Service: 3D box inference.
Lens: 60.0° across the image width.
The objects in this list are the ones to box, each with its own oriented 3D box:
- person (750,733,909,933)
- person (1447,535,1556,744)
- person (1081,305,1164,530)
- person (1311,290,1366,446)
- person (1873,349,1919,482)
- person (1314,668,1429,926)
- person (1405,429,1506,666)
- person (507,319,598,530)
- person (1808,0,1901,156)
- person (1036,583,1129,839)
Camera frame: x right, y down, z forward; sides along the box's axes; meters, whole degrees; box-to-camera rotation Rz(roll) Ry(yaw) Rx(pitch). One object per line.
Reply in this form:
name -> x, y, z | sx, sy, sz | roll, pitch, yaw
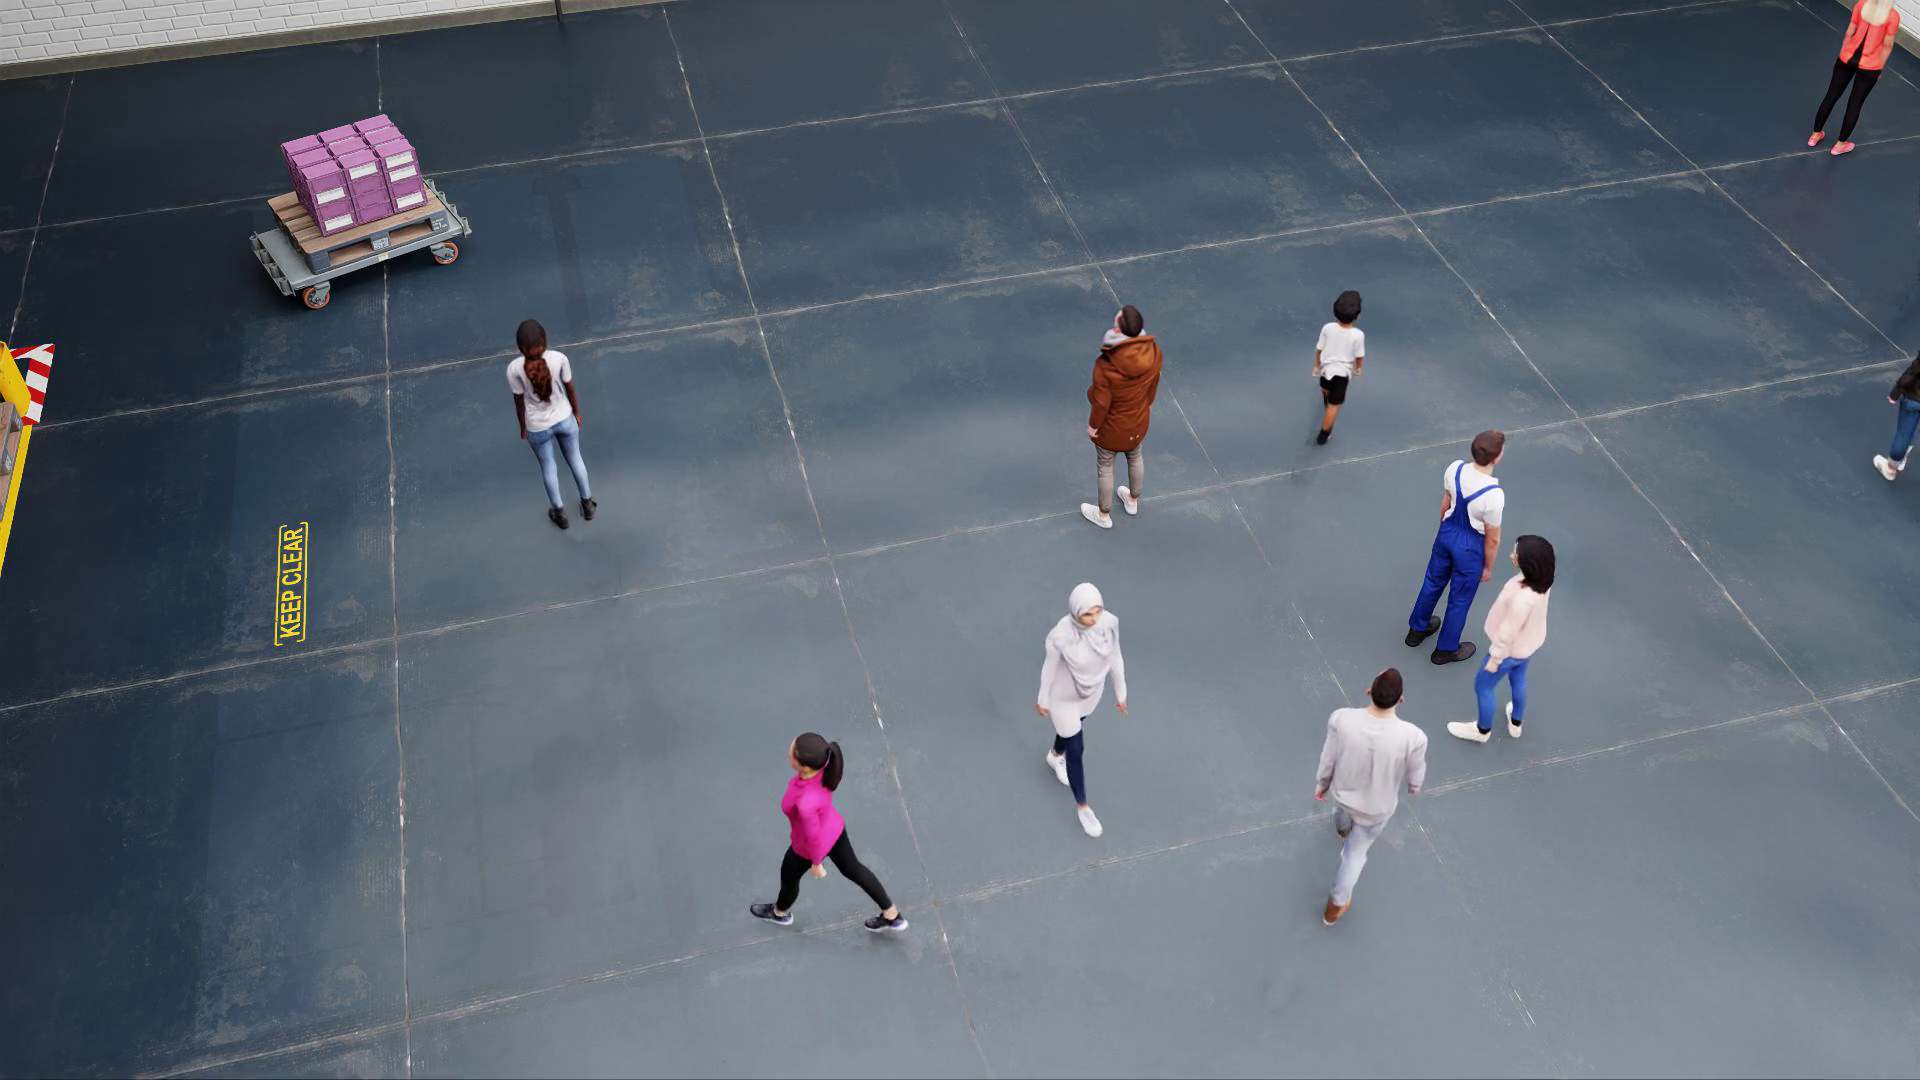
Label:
person -> -0.673, 1.638, 9.036 | 1.026, 1.656, 1.161 | 9, 44, 9
person -> 3.382, 0.623, 10.033 | 0.858, 1.749, 0.840 | -29, 51, -27
person -> 1.122, -0.851, 11.516 | 0.794, 1.839, 0.808 | -23, 48, -22
person -> 2.791, -1.248, 12.377 | 0.814, 1.226, 0.918 | 16, 46, 17
person -> 6.964, -1.000, 11.934 | 0.618, 1.478, 0.589 | -3, 44, -3
person -> 2.199, 1.455, 9.126 | 1.130, 1.797, 1.205 | 21, 47, 20
person -> 3.184, 0.041, 10.574 | 0.755, 1.847, 0.613 | -25, 49, -24
person -> -2.846, -0.809, 11.558 | 0.624, 1.719, 0.568 | -19, 47, -19
person -> 8.283, -4.385, 15.330 | 0.727, 1.695, 0.603 | -30, 51, -27
person -> 0.647, 0.846, 9.798 | 0.769, 1.751, 1.025 | -19, 47, -19
